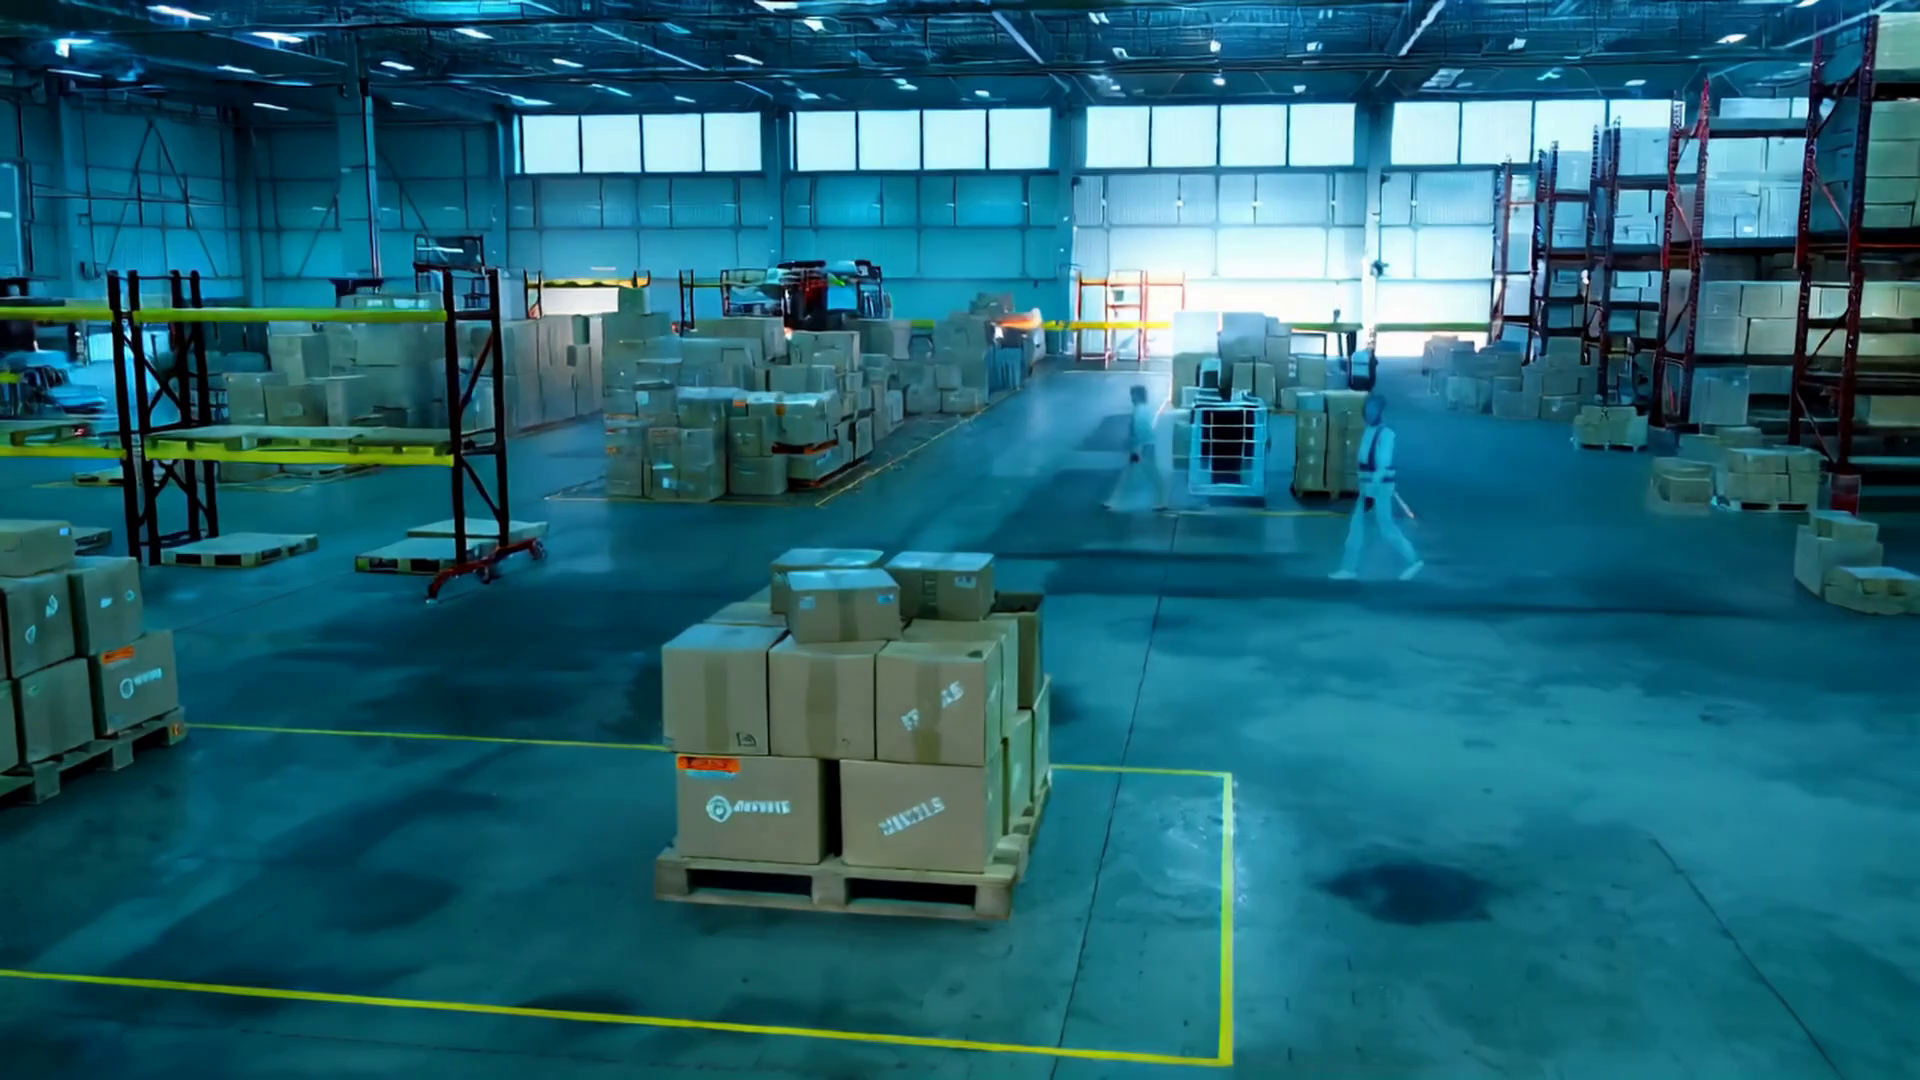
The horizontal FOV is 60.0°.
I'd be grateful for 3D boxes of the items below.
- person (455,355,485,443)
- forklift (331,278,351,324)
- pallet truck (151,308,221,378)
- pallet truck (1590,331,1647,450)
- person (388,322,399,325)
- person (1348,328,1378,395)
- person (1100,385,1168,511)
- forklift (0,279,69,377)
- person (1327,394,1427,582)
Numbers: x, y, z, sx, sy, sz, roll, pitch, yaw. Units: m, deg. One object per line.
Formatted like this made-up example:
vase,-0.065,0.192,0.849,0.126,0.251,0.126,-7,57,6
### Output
person,-8.332,-2.346,28.307,0.532,1.589,0.839,2,10,15
forklift,-16.123,-5.451,43.530,1.873,2.768,1.129,-3,10,-19
pallet truck,-21.869,-5.598,47.154,0.823,1.965,1.885,4,10,26
pallet truck,11.253,-2.573,28.499,0.823,1.965,1.885,5,10,27
person,-13.867,-4.486,40.587,0.541,1.902,0.843,4,10,25
person,7.881,-3.177,32.512,0.389,1.910,0.605,-9,13,-44
person,2.234,-1.147,20.933,0.875,1.582,0.534,-1,9,-6
forklift,-22.377,-4.792,39.470,1.873,2.768,1.129,1,9,9
person,4.100,-0.494,16.142,0.914,1.857,0.578,-1,9,-7
